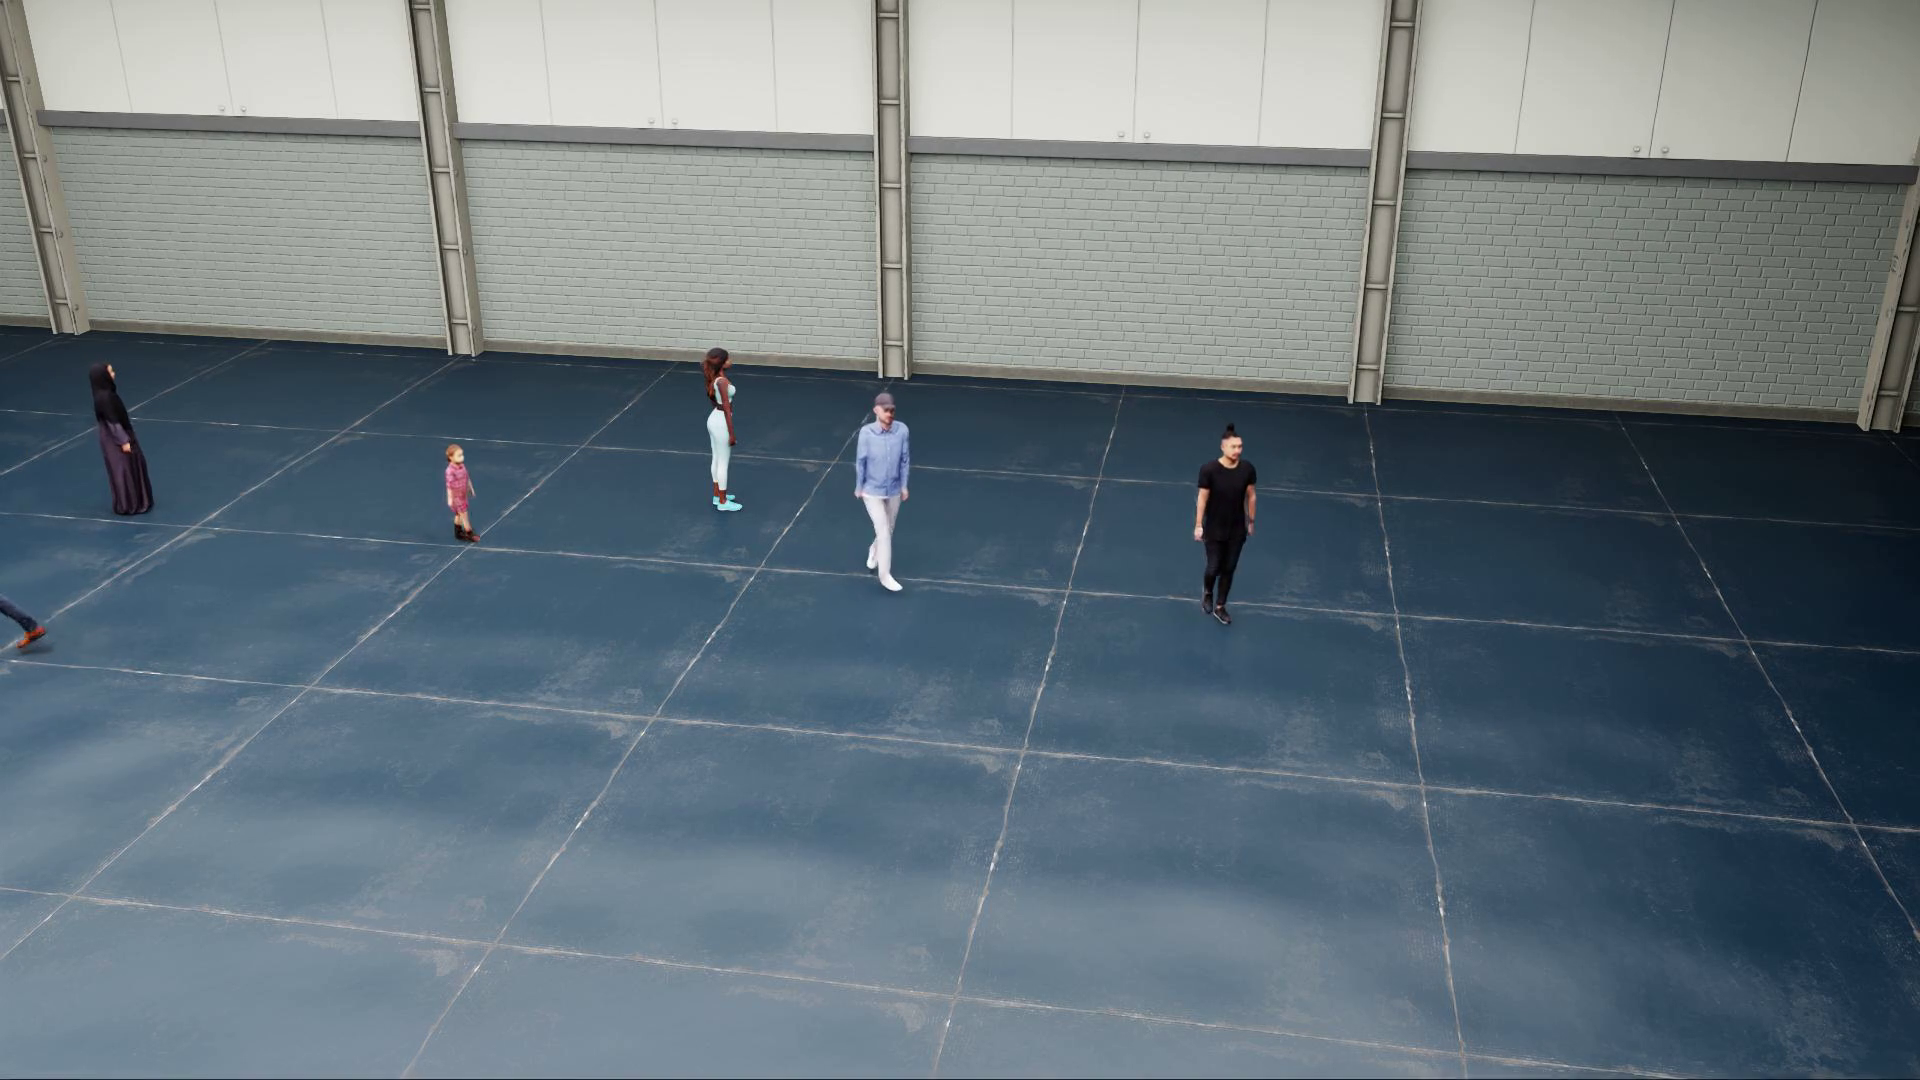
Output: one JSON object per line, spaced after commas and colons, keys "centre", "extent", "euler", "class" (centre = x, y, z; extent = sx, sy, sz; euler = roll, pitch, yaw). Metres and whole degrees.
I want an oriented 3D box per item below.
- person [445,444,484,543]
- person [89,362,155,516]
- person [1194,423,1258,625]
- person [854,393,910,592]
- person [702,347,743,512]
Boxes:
{"centre": [-5.019, -0.477, 16.535], "extent": [0.612, 1.013, 0.494], "euler": [8, 24, 19], "class": "person"}
{"centre": [-8.699, -1.050, 17.115], "extent": [0.769, 1.614, 0.728], "euler": [-10, 25, -21], "class": "person"}
{"centre": [2.314, -0.168, 14.736], "extent": [0.750, 1.853, 0.860], "euler": [-4, 23, -10], "class": "person"}
{"centre": [-0.748, -0.500, 15.515], "extent": [1.121, 1.854, 1.098], "euler": [-8, 24, -18], "class": "person"}
{"centre": [-2.476, -1.161, 17.234], "extent": [0.689, 1.725, 0.652], "euler": [-11, 25, -23], "class": "person"}
